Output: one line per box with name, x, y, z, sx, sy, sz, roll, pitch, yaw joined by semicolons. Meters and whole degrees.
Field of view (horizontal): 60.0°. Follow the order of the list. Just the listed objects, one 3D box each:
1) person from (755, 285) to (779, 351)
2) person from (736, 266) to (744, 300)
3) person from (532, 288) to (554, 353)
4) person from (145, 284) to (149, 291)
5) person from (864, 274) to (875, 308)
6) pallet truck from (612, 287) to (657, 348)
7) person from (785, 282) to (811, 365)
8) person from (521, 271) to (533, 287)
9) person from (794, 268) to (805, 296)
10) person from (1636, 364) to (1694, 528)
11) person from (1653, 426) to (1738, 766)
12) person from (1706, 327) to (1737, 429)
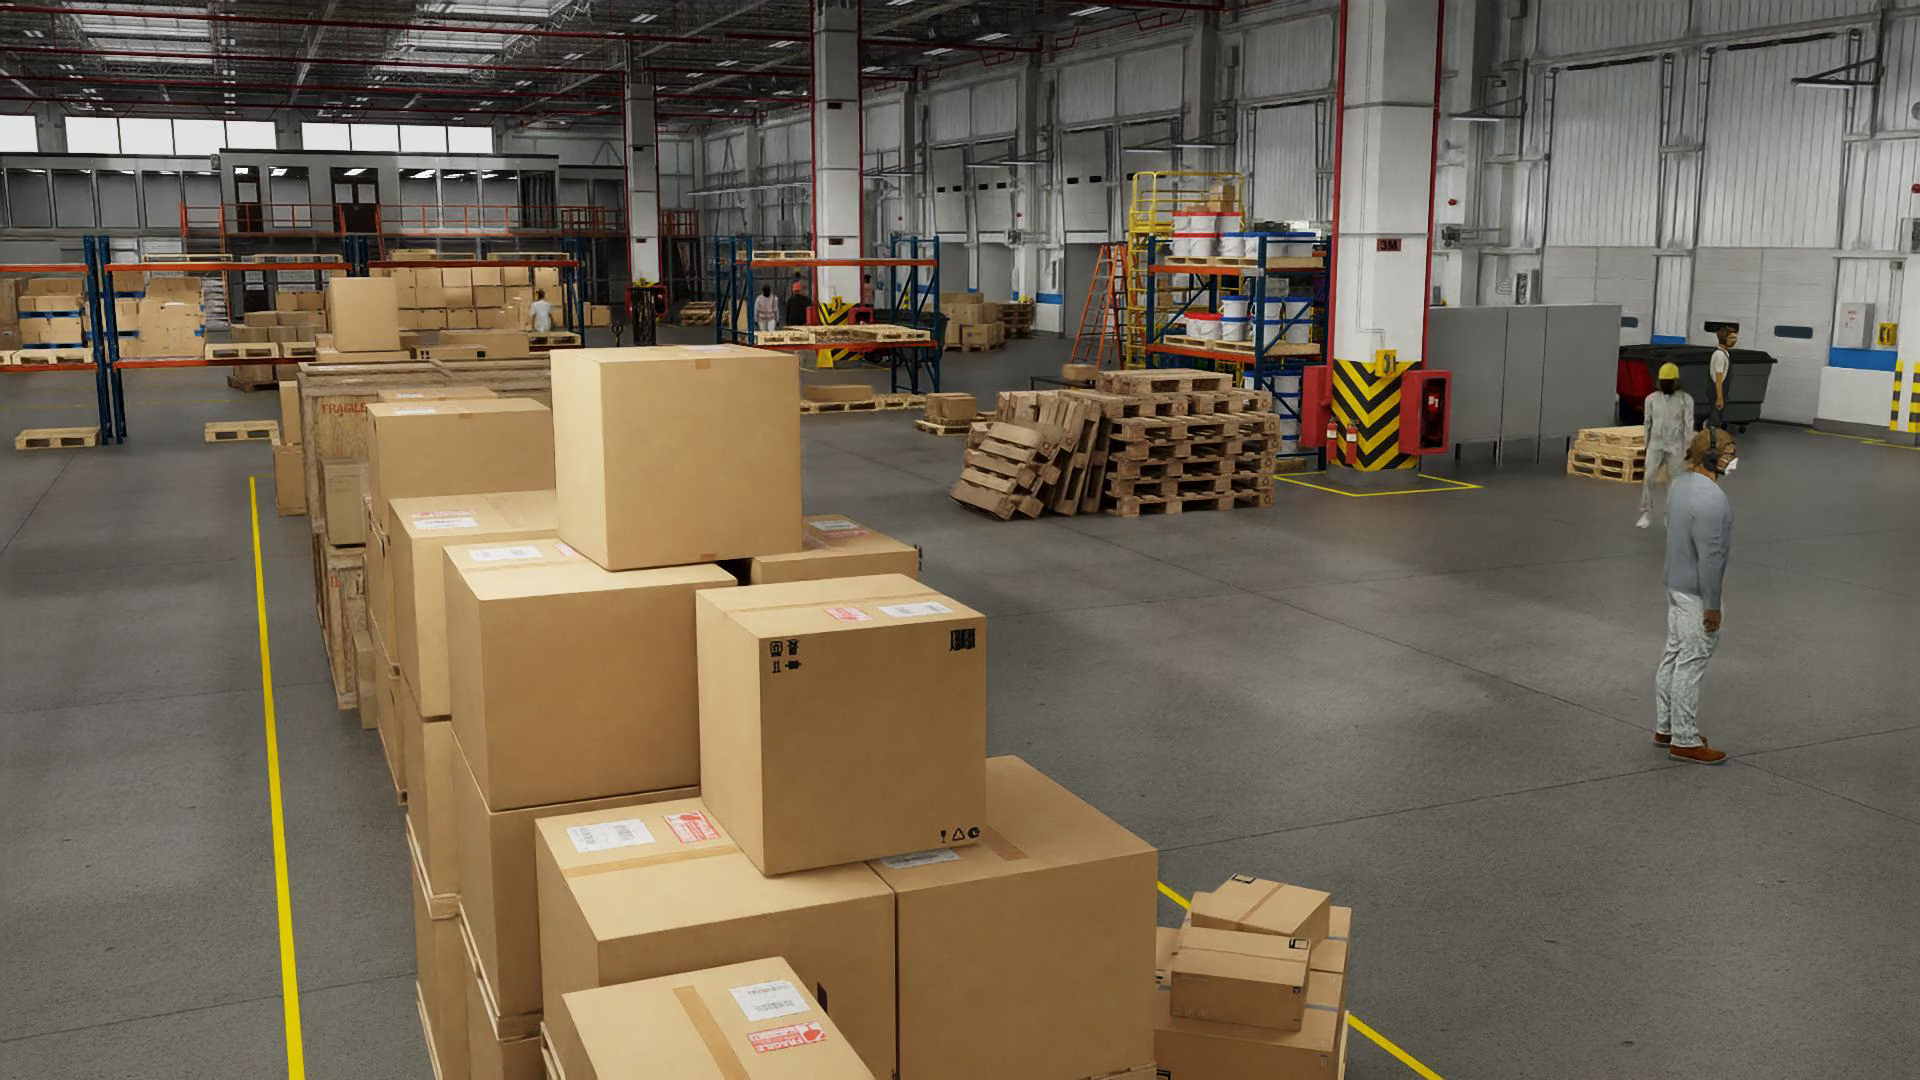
person;-4.998;-5.713;43.130;0.635;1.821;0.776;0;10;1
person;-10.071;-11.589;75.179;0.655;1.923;0.633;-4;11;-19
person;-9.716;-4.946;38.801;0.540;1.847;0.674;-9;14;-42
person;-24.369;-6.978;49.473;0.516;2.030;0.648;10;14;43
person;-3.420;-8.990;61.530;0.543;1.678;0.460;-7;13;-35
pallet truck;-6.464;-4.406;35.401;0.823;1.965;1.885;6;12;32
person;-3.818;-5.099;39.297;0.646;1.965;0.650;0;10;0
person;-14.990;-8.342;57.421;0.657;1.874;0.628;3;11;16
person;-5.960;-9.146;61.795;0.467;1.903;0.595;-3;11;-16
person;7.288;-0.954;17.176;0.508;1.712;0.807;6;12;31
person;4.241;0.311;9.567;0.359;1.938;0.635;1;10;7
person;10.030;-1.892;21.969;0.327;1.843;0.516;4;11;23
